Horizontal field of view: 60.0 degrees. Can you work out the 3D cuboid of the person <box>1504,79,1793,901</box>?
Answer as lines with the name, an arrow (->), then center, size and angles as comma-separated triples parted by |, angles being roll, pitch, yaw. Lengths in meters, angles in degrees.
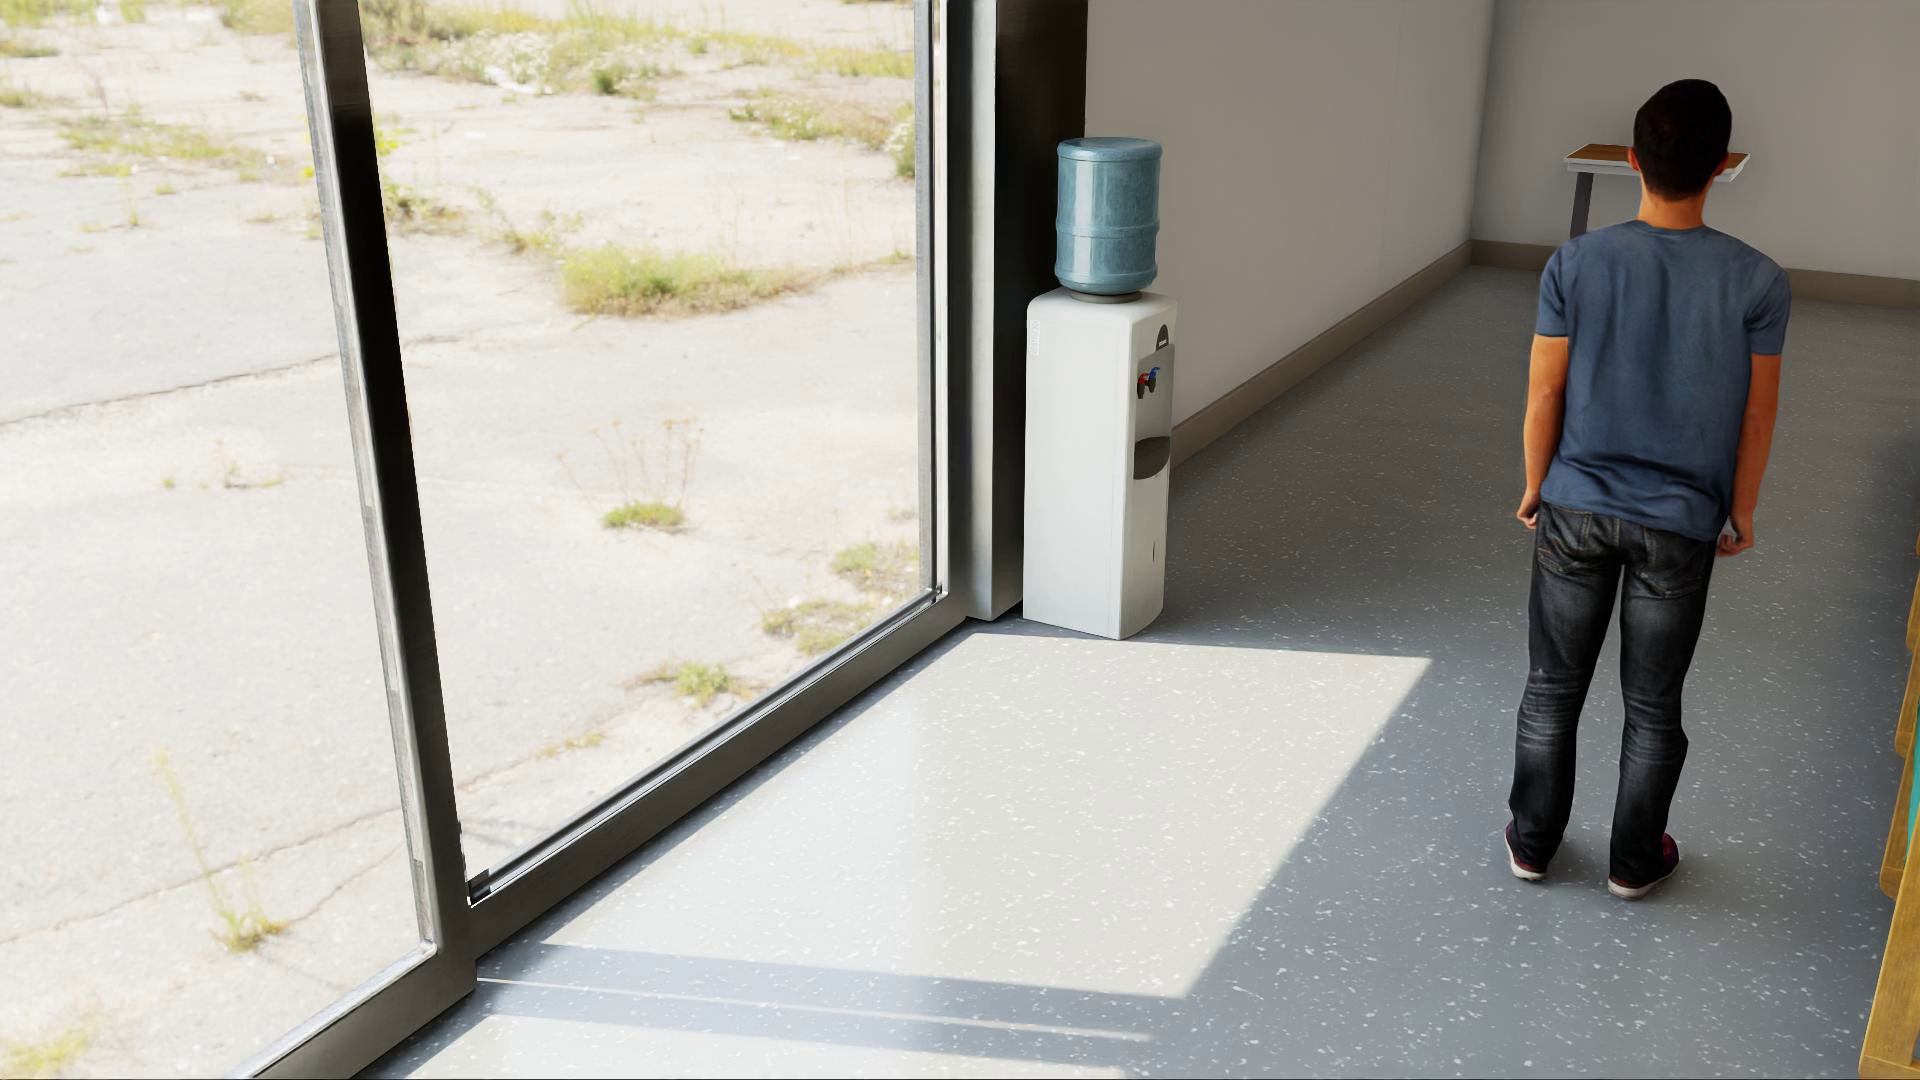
person -> 1.461, -0.069, 3.617 | 0.498, 1.811, 0.722 | 9, 23, 23
